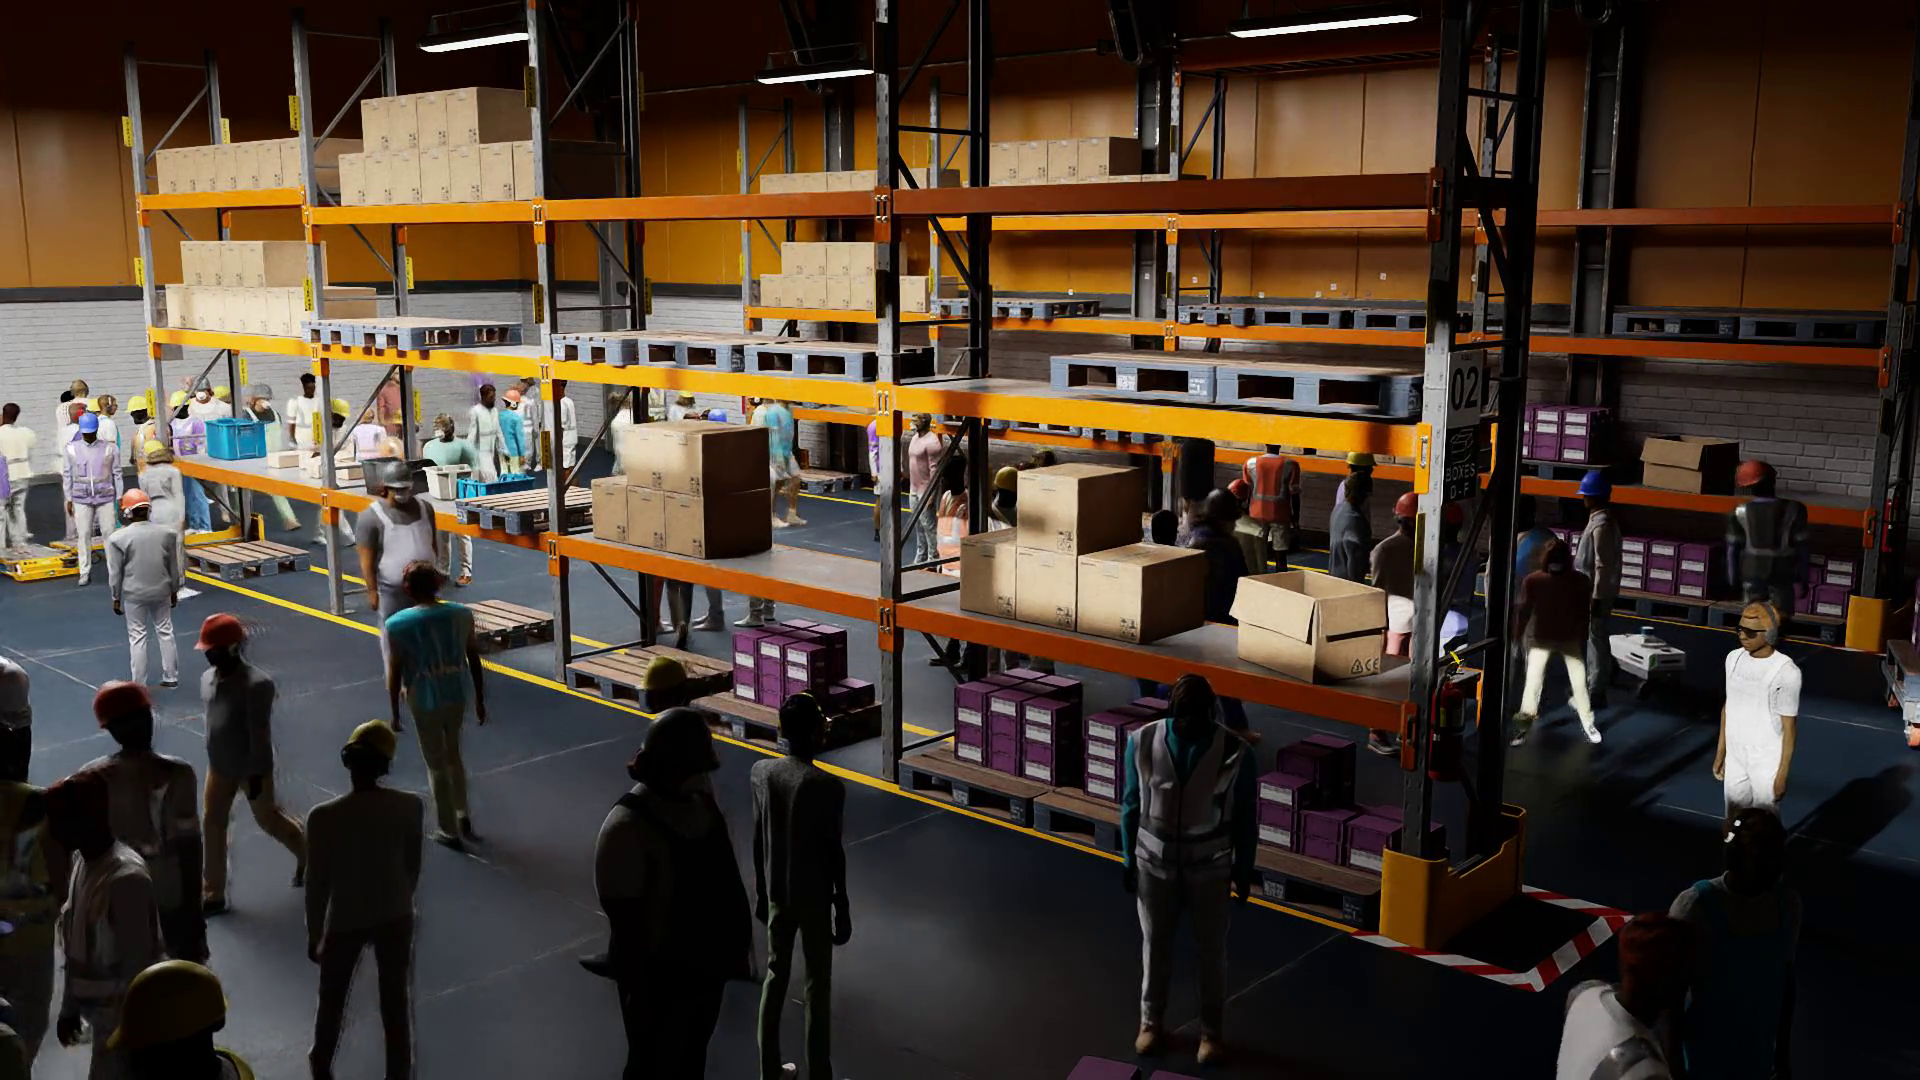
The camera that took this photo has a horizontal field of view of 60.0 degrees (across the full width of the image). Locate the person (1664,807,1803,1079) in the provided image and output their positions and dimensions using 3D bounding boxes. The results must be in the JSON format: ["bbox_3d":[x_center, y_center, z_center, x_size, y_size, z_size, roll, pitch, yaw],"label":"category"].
[{"bbox_3d":[2.745,1.827,5.955,0.503,1.837,0.350,-2,10,-12],"label":"person"}]

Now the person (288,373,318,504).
[{"bbox_3d":[-9.621,-1.516,24.573,0.784,1.941,0.607,10,14,44],"label":"person"}]

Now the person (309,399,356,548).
[{"bbox_3d":[-7.839,-0.827,20.876,0.968,1.855,0.658,4,11,22],"label":"person"}]

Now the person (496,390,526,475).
[{"bbox_3d":[-6.386,-1.271,23.736,0.573,1.738,0.354,7,12,34],"label":"person"}]

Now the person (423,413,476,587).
[{"bbox_3d":[-5.675,-0.442,18.475,0.635,1.938,0.359,2,10,13],"label":"person"}]

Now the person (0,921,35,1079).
[{"bbox_3d":[-2.902,1.957,4.889,0.602,1.948,0.387,4,11,19],"label":"person"}]

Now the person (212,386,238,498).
[{"bbox_3d":[-11.014,-1.467,24.995,0.810,1.690,0.529,7,12,34],"label":"person"}]

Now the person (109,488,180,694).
[{"bbox_3d":[-6.913,0.430,14.098,0.350,1.744,0.566,9,13,41],"label":"person"}]

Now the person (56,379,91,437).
[{"bbox_3d":[-12.161,-1.260,23.115,0.629,1.937,0.376,-6,12,-30],"label":"person"}]

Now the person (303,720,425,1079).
[{"bbox_3d":[-2.617,1.648,7.315,0.543,1.702,0.797,-7,12,-34],"label":"person"}]

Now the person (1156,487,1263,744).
[{"bbox_3d":[1.848,0.540,12.637,0.861,2.000,0.710,5,11,28],"label":"person"}]

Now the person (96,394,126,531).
[{"bbox_3d":[-11.186,-0.992,21.877,0.506,1.838,0.349,9,14,43],"label":"person"}]

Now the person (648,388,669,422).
[{"bbox_3d":[-5.254,-2.094,28.671,0.311,1.636,0.521,9,14,43],"label":"person"}]

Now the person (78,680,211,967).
[{"bbox_3d":[-3.537,1.559,7.312,0.655,1.888,0.501,1,10,6],"label":"person"}]

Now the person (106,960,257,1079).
[{"bbox_3d":[-2.025,2.041,4.502,0.390,1.918,0.588,-6,12,-30],"label":"person"}]

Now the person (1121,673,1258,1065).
[{"bbox_3d":[1.054,1.512,7.728,0.631,1.840,0.429,3,10,17],"label":"person"}]

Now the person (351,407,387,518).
[{"bbox_3d":[-7.947,-0.975,22.371,0.518,1.635,0.315,-1,10,-4],"label":"person"}]

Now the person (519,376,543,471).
[{"bbox_3d":[-7.258,-2.017,27.971,0.490,1.735,0.326,3,10,14],"label":"person"}]

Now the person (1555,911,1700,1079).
[{"bbox_3d":[1.911,1.994,4.922,0.393,1.873,0.641,0,10,3],"label":"person"}]

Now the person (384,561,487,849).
[{"bbox_3d":[-3.319,1.034,10.479,0.572,1.815,0.548,-9,14,-43],"label":"person"}]

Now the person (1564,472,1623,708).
[{"bbox_3d":[5.208,0.412,13.640,0.402,1.943,0.605,3,11,19],"label":"person"}]

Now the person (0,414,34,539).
[{"bbox_3d":[-12.287,-0.818,21.461,0.507,1.634,0.274,-2,10,-9],"label":"person"}]

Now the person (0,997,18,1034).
[{"bbox_3d":[-3.054,1.944,5.049,0.591,1.919,0.392,2,10,13],"label":"person"}]

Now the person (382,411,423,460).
[{"bbox_3d":[-6.554,-0.601,19.494,0.790,1.898,0.612,6,12,30],"label":"person"}]

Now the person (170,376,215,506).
[{"bbox_3d":[-11.229,-1.442,24.295,0.482,1.889,0.677,2,10,13],"label":"person"}]

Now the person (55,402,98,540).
[{"bbox_3d":[-11.051,-0.825,20.962,0.586,1.819,0.597,9,14,43],"label":"person"}]

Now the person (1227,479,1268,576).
[{"bbox_3d":[2.422,0.336,14.601,0.562,1.752,0.324,4,11,20],"label":"person"}]

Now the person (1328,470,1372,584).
[{"bbox_3d":[3.246,0.382,13.835,0.373,1.936,0.629,0,10,-1],"label":"person"}]

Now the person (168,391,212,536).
[{"bbox_3d":[-10.024,-0.977,21.580,0.591,1.918,0.391,6,12,31],"label":"person"}]

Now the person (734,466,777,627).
[{"bbox_3d":[-2.074,-0.088,16.571,0.401,1.906,0.651,3,11,19],"label":"person"}]

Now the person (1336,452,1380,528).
[{"bbox_3d":[3.707,0.075,15.594,0.381,1.923,0.594,0,10,2],"label":"person"}]

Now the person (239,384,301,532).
[{"bbox_3d":[-9.239,-1.118,22.014,1.086,2.000,0.683,7,12,36],"label":"person"}]

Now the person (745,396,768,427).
[{"bbox_3d":[-2.955,-1.387,24.383,0.354,1.738,0.577,-1,10,-7],"label":"person"}]
